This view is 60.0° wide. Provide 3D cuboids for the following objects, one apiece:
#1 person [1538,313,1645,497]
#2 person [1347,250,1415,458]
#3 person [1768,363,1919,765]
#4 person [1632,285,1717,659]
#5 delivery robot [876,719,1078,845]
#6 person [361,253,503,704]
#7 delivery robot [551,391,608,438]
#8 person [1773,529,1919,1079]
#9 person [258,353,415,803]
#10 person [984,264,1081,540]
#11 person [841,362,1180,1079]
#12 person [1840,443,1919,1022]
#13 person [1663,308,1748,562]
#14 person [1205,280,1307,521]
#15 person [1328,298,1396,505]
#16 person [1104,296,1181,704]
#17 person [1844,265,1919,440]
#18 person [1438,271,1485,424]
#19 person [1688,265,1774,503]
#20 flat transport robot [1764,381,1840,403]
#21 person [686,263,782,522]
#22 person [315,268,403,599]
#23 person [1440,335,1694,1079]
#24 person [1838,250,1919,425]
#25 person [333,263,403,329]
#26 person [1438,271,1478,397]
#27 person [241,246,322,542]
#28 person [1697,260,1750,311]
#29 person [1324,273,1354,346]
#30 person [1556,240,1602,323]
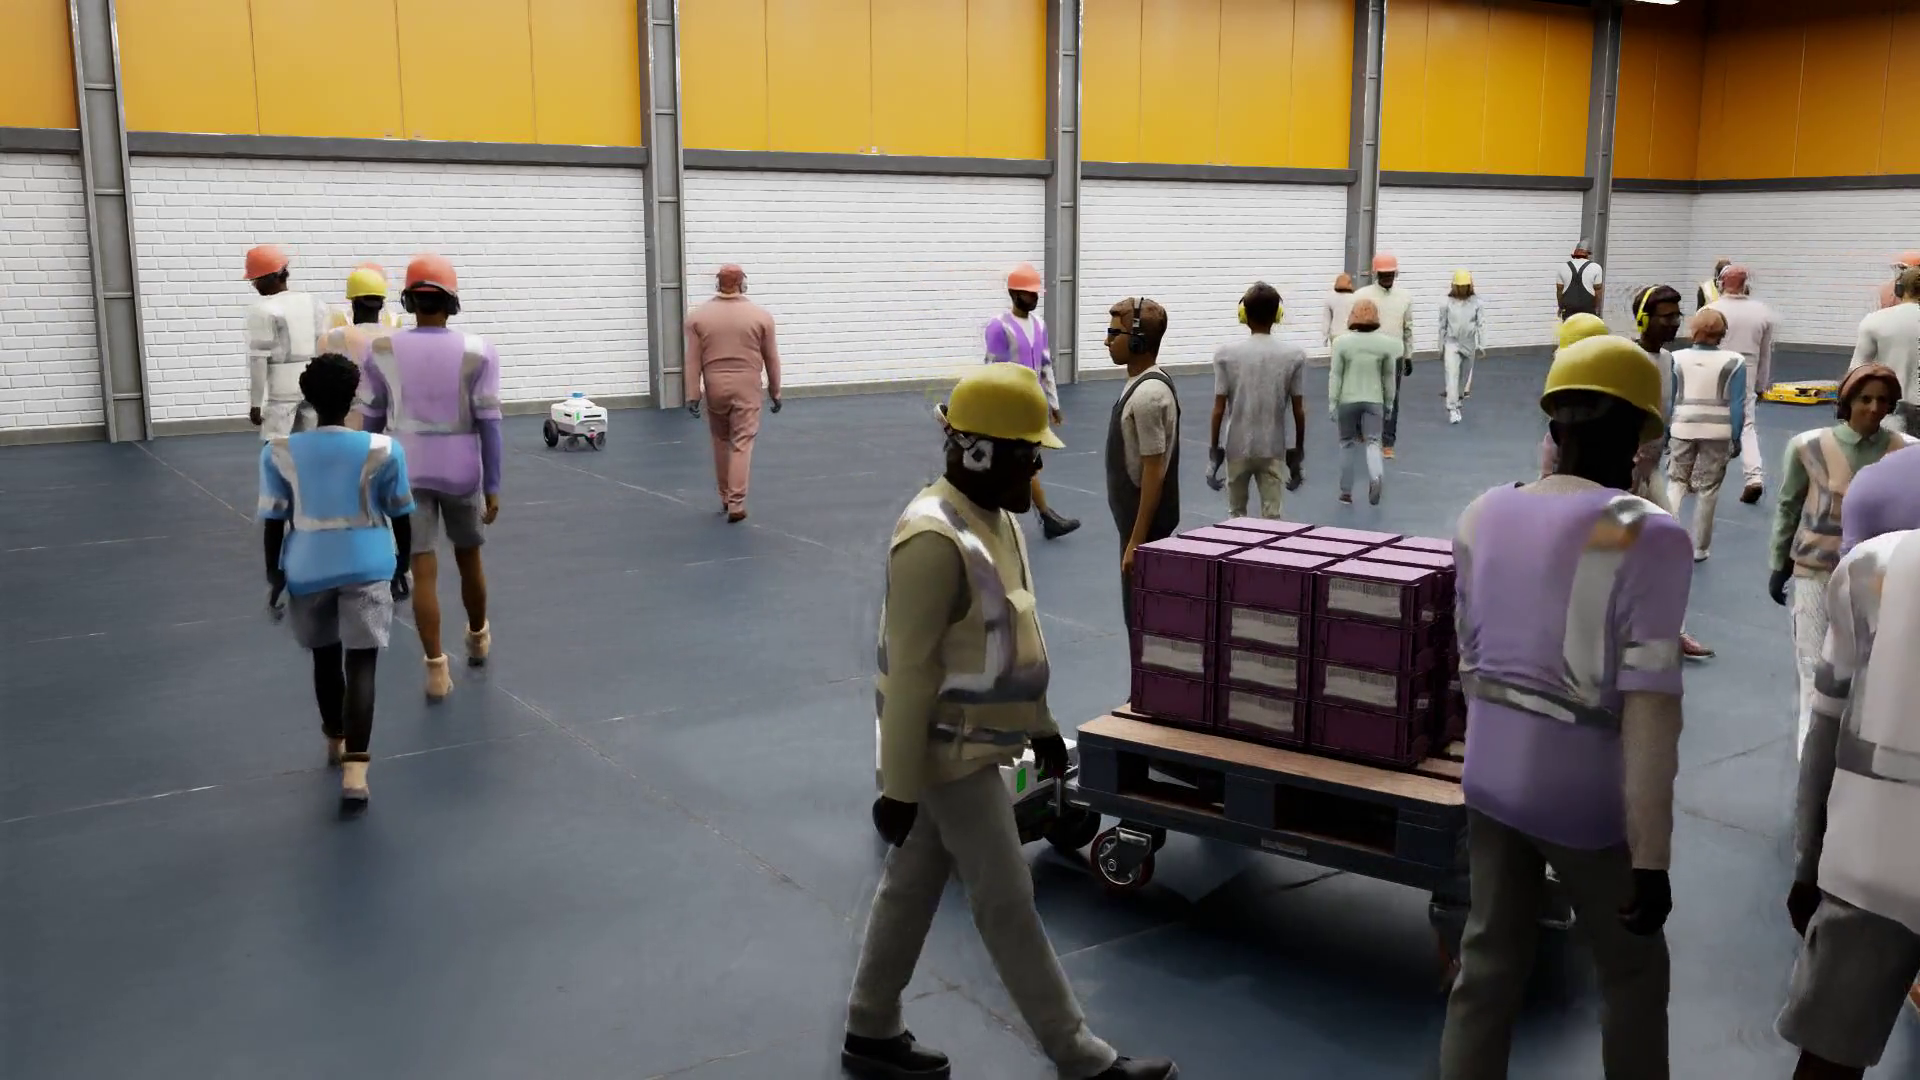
[{"bbox_3d":[2.890,-0.140,7.461,0.514,1.742,0.687,-6,12,-29],"label":"person"},{"bbox_3d":[3.984,-1.784,15.870,0.656,1.962,0.759,0,10,0],"label":"person"},{"bbox_3d":[3.302,0.166,6.130,0.536,1.602,0.810,3,11,15],"label":"person"},{"bbox_3d":[3.396,-0.312,8.175,0.506,1.829,0.851,-6,12,-30],"label":"person"},{"bbox_3d":[0.046,0.741,5.627,0.707,0.478,0.477,9,14,41],"label":"delivery robot"},{"bbox_3d":[-2.426,-0.310,7.709,0.626,1.990,1.024,-3,11,-14],"label":"person"},{"bbox_3d":[-3.753,-1.221,16.383,0.477,0.478,0.707,-7,13,-34],"label":"delivery robot"},{"bbox_3d":[1.686,0.623,2.921,0.767,1.882,0.557,-7,13,-35],"label":"person"},{"bbox_3d":[-2.317,0.132,6.222,0.543,1.654,0.878,-2,11,-11],"label":"person"},{"bbox_3d":[0.458,-0.960,11.563,0.978,1.881,0.567,9,14,40],"label":"person"},{"bbox_3d":[0.108,0.477,3.941,0.909,1.781,0.615,2,11,13],"label":"person"},{"bbox_3d":[2.457,0.441,3.935,0.745,1.881,1.012,8,13,38],"label":"person"},{"bbox_3d":[4.687,-0.650,10.558,0.514,1.631,0.445,8,13,36],"label":"person"},{"bbox_3d":[1.576,-0.447,8.870,0.523,1.854,0.651,1,10,4],"label":"person"},{"bbox_3d":[3.097,-1.046,12.792,0.507,1.617,0.606,1,10,5],"label":"person"},{"bbox_3d":[0.708,-0.047,6.667,0.336,1.845,0.514,1,10,5],"label":"person"},{"bbox_3d":[6.456,-0.937,11.438,0.645,1.883,1.053,2,11,12],"label":"person"},{"bbox_3d":[5.621,-2.161,18.677,0.493,1.695,0.917,1,10,3],"label":"person"},{"bbox_3d":[6.106,-1.243,13.177,0.661,1.867,0.975,0,10,-3],"label":"person"},{"bbox_3d":[10.863,-1.883,21.047,1.431,0.197,0.652,-5,12,-28],"label":"flat transport robot"},{"bbox_3d":[-1.651,-1.108,12.392,0.671,1.869,0.915,1,10,5],"label":"person"},{"bbox_3d":[-3.352,-0.599,9.539,0.605,1.906,0.754,-8,13,-37],"label":"person"},{"bbox_3d":[1.320,0.524,3.462,0.844,1.867,0.669,-6,12,-28],"label":"person"},{"bbox_3d":[9.529,-1.981,16.985,0.950,1.955,0.603,-3,11,-17],"label":"person"},{"bbox_3d":[-4.388,-1.115,12.443,0.558,1.879,1.035,-8,13,-38],"label":"person"},{"bbox_3d":[6.471,-2.659,21.581,0.500,1.635,0.311,-5,11,-25],"label":"person"},{"bbox_3d":[-4.614,-1.008,11.484,0.534,2.019,0.700,3,11,18],"label":"person"},{"bbox_3d":[9.865,-2.726,21.546,0.618,1.788,1.008,3,11,14],"label":"person"},{"bbox_3d":[4.951,-2.659,21.615,0.507,1.614,0.679,8,13,36],"label":"person"},{"bbox_3d":[9.681,-3.668,25.982,0.680,2.000,0.536,7,13,35],"label":"person"}]
